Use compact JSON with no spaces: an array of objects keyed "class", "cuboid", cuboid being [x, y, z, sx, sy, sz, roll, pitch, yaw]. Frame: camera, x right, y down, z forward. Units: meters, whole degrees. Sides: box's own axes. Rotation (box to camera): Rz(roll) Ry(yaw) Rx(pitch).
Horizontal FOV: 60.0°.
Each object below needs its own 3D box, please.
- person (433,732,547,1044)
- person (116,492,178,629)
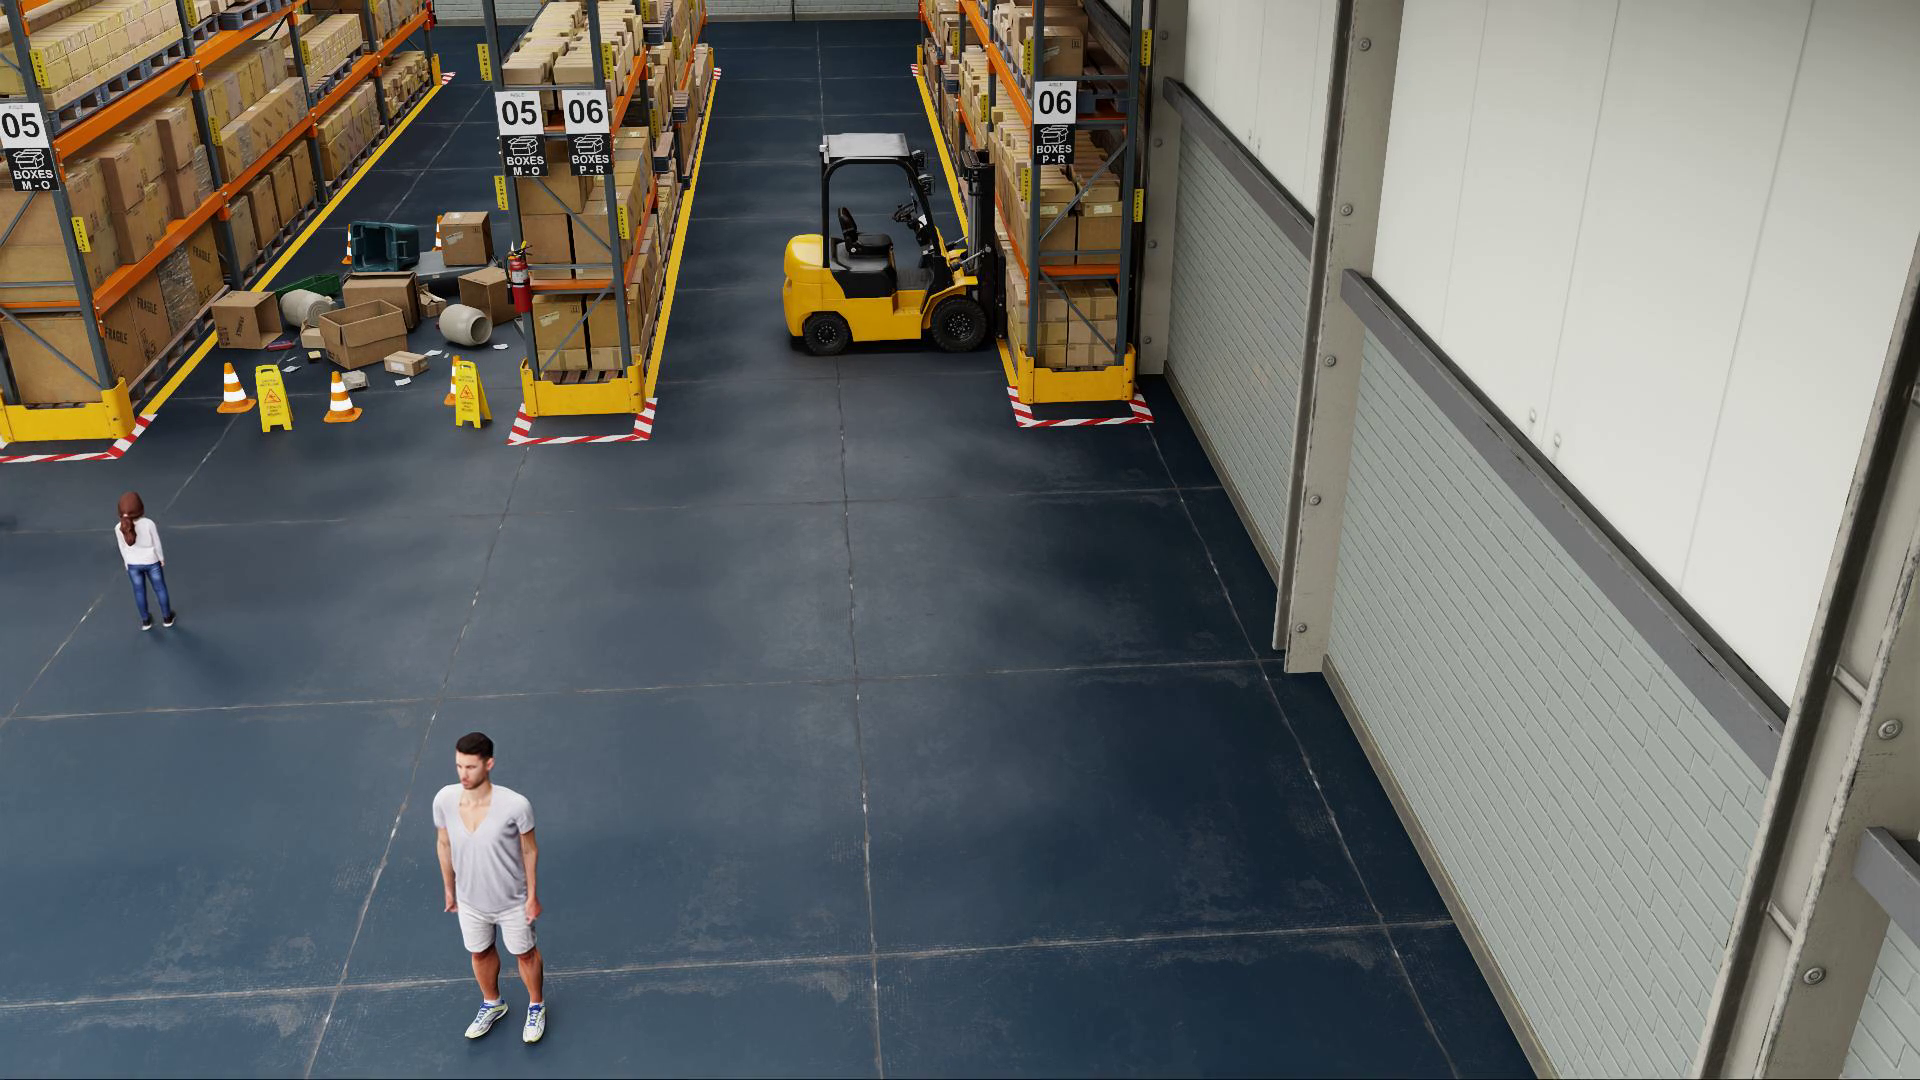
[{"class":"person","cuboid":[-2.428,1.800,8.667,0.720,1.855,0.637,3,27,6]},{"class":"person","cuboid":[-6.237,0.145,12.693,0.480,1.112,0.514,-9,29,-17]}]
